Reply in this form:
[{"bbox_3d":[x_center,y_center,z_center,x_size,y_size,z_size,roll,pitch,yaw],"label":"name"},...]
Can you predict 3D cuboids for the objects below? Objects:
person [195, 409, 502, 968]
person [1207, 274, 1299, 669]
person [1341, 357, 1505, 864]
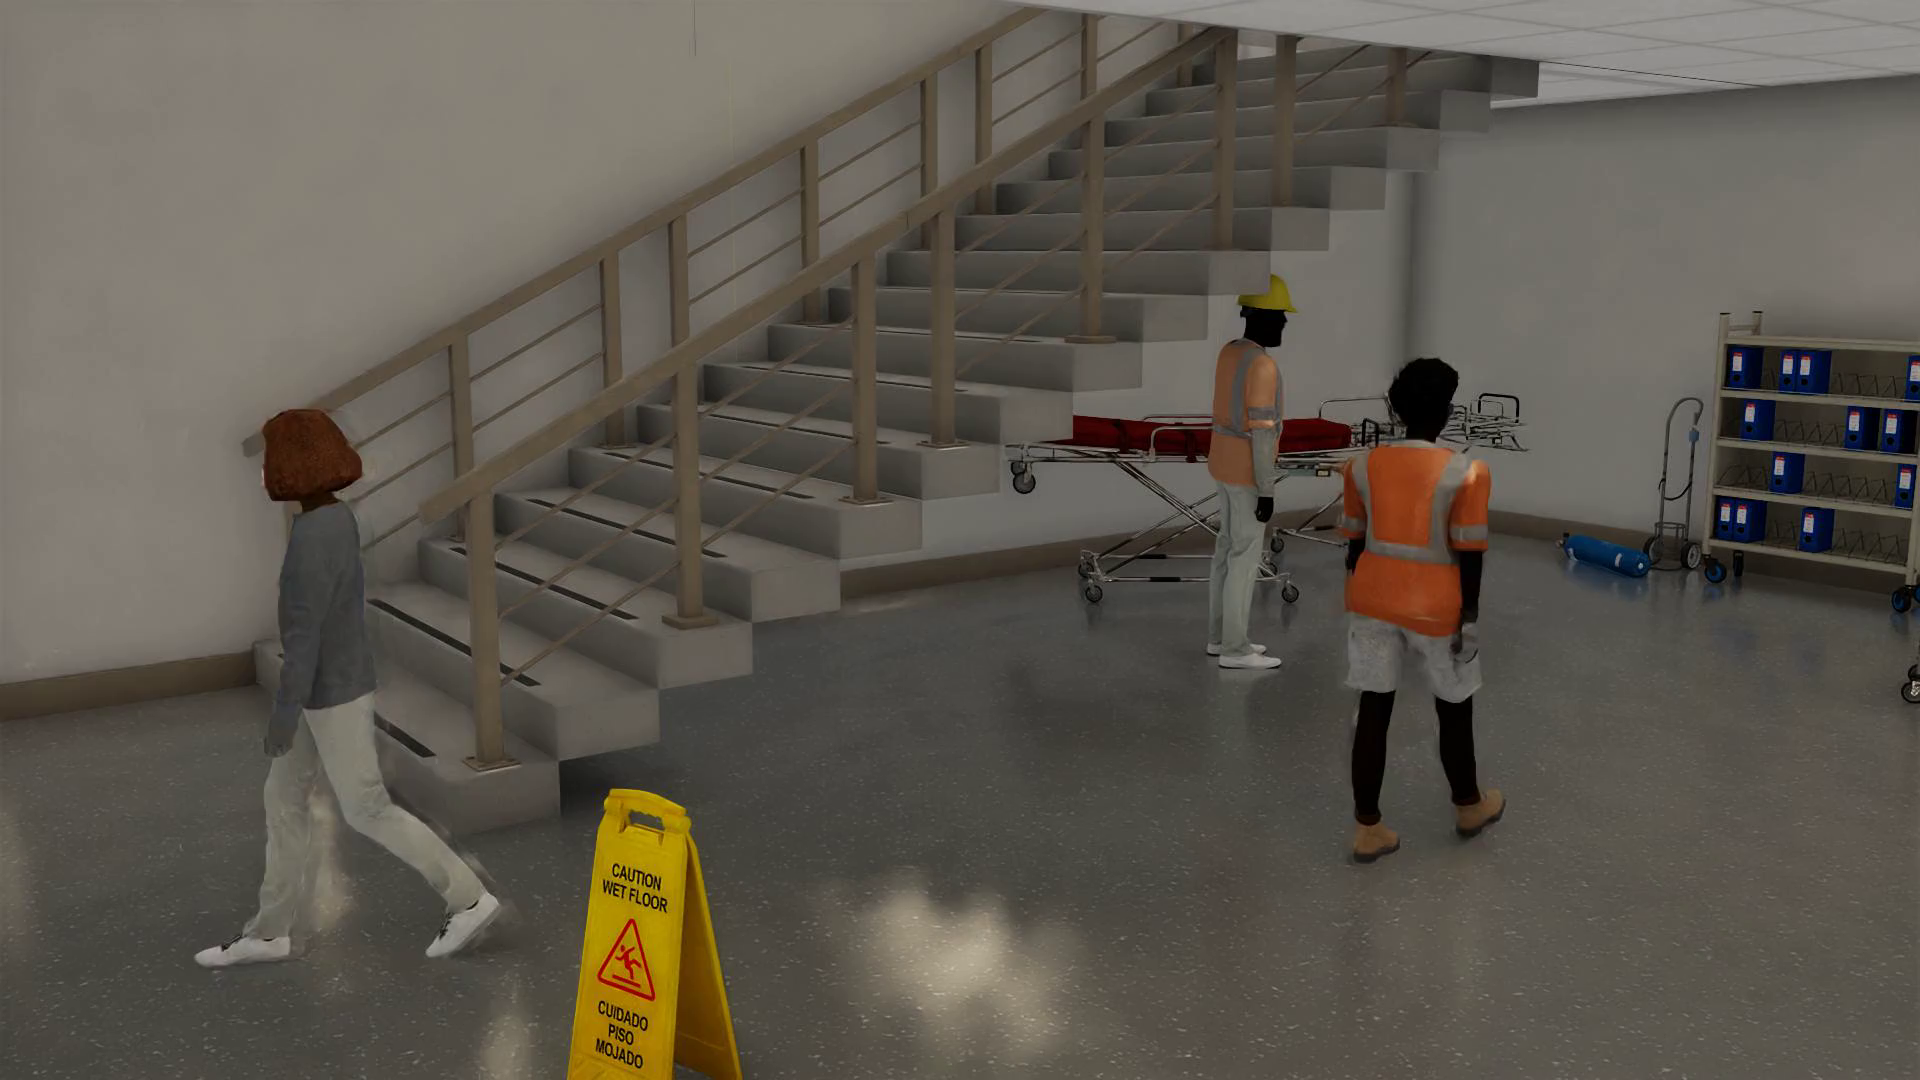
[{"bbox_3d":[-1.731,0.426,4.663,0.807,1.598,0.498,-4,10,-19],"label":"person"},{"bbox_3d":[1.421,-0.328,8.101,0.403,1.919,0.581,-2,10,-10],"label":"person"},{"bbox_3d":[1.572,0.223,5.603,0.546,1.667,0.731,8,13,40],"label":"person"}]
